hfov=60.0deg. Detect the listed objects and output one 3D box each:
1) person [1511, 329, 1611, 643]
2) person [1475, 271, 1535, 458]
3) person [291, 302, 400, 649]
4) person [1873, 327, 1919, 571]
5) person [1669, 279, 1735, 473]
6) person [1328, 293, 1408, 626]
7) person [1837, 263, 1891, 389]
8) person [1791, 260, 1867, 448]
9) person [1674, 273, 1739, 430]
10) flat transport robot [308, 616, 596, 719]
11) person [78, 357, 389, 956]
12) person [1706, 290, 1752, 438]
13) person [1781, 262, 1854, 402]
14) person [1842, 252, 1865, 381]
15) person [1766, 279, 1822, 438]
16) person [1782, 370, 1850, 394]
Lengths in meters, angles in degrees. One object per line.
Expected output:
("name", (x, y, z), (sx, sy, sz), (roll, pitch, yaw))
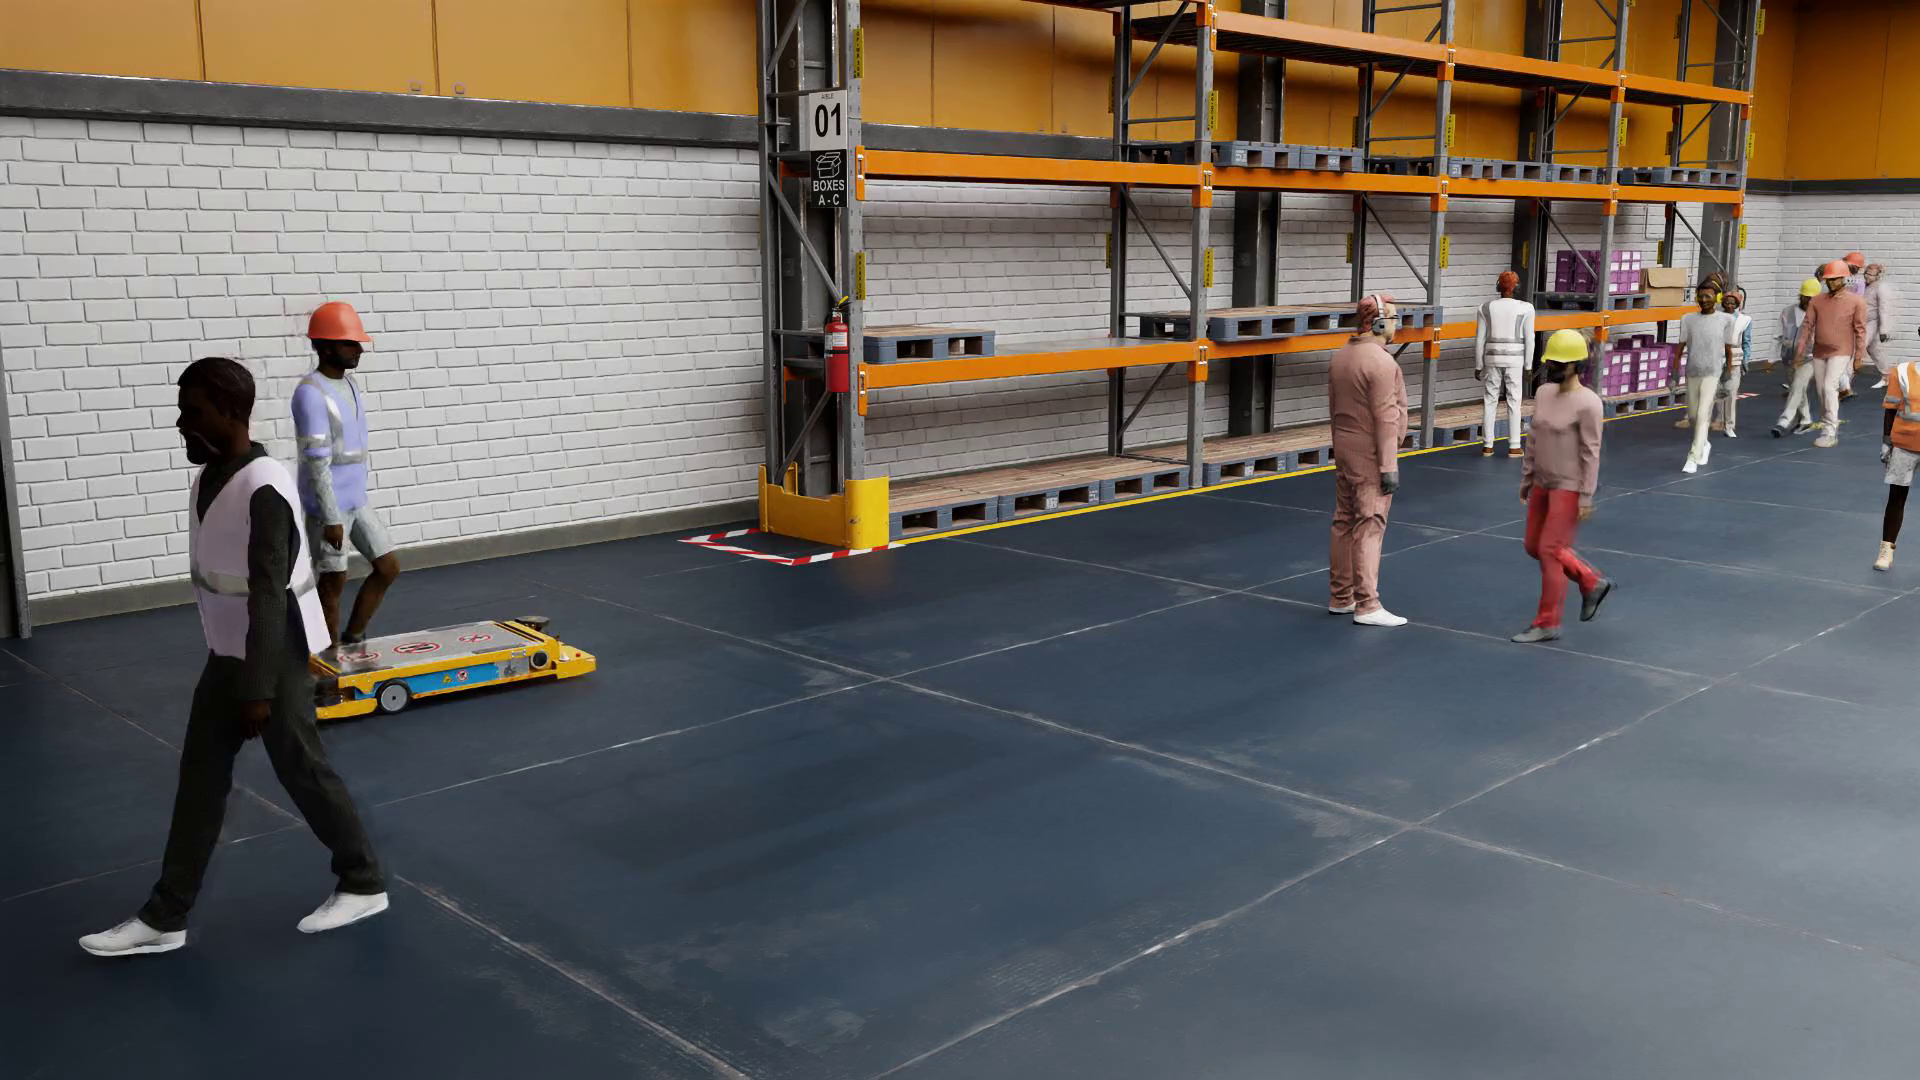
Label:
("person", (3.363, -0.294, 9.153), (0.581, 1.741, 0.545), (-3, 11, -15))
("person", (5.510, -1.773, 16.846), (0.574, 1.883, 0.361), (6, 12, 28))
("person", (-2.972, -0.186, 8.073), (0.452, 1.921, 0.579), (1, 10, 4))
("person", (6.397, -0.617, 11.043), (0.529, 1.697, 0.321), (6, 12, 31))
("person", (7.133, -1.583, 15.986), (0.525, 1.827, 0.910), (8, 13, 38))
("person", (2.380, -0.464, 9.639), (0.403, 1.911, 0.637), (-2, 11, -12))
("person", (13.250, -3.109, 24.254), (1.016, 1.844, 0.656), (1, 10, 4))
("person", (9.198, -1.969, 17.664), (0.675, 1.967, 0.621), (-6, 12, -28))
("person", (8.581, -2.154, 19.105), (0.704, 1.808, 0.646), (-1, 10, -7))
("flat transport robot", (-2.607, 0.611, 8.236), (1.431, 0.197, 0.652), (-8, 13, -38))
("person", (-2.276, 0.371, 5.191), (0.916, 1.870, 0.616), (-9, 14, -41))
("person", (8.497, -1.951, 18.482), (0.514, 1.639, 0.310), (3, 11, 15))
("person", (11.670, -2.802, 22.491), (0.655, 1.889, 0.944), (-2, 11, -13))
("person", (13.044, -3.219, 24.439), (0.959, 1.998, 0.647), (-5, 12, -27))
("person", (9.324, -2.016, 18.488), (0.961, 1.770, 0.630), (-7, 13, -35))
("person", (12.069, -2.805, 23.247), (0.867, 1.587, 0.515), (2, 11, 10))
